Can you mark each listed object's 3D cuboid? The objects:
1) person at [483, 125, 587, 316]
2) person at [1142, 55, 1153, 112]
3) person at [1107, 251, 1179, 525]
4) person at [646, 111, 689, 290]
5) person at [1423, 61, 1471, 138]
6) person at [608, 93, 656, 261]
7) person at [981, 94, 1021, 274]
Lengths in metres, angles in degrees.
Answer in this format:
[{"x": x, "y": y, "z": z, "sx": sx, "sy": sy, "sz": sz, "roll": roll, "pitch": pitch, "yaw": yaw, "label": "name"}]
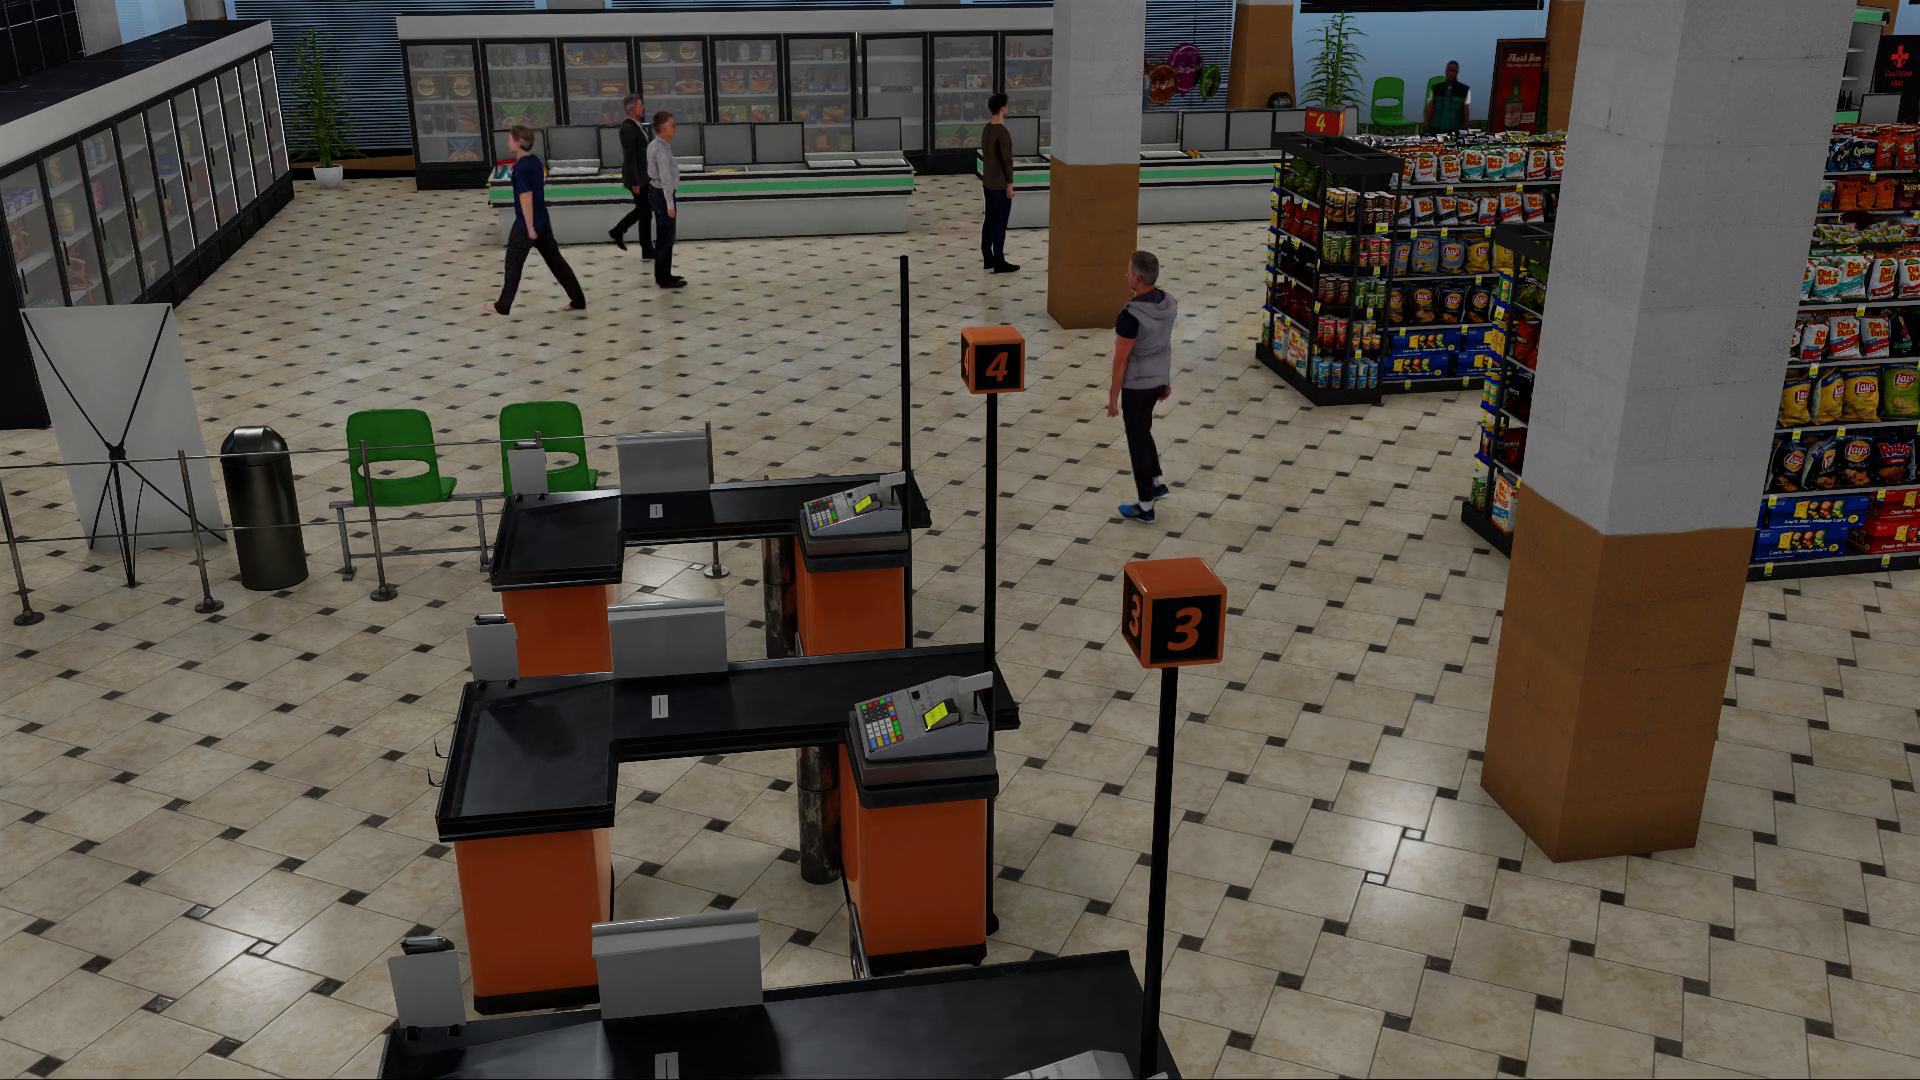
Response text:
[{"x": -4.025, "y": -3.027, "z": 16.032, "sx": 1.294, "sy": 1.816, "sz": 0.934, "roll": 3, "pitch": 22, "yaw": 7, "label": "person"}, {"x": 2.658, "y": -6.108, "z": 23.873, "sx": 0.626, "sy": 1.686, "sz": 0.613, "roll": -4, "pitch": 22, "yaw": -10, "label": "person"}, {"x": 1.291, "y": -0.977, "z": 10.936, "sx": 0.891, "sy": 1.812, "sz": 0.809, "roll": 18, "pitch": 28, "yaw": 38, "label": "person"}, {"x": -3.089, "y": -3.548, "z": 17.330, "sx": 0.611, "sy": 1.816, "sz": 0.685, "roll": -8, "pitch": 23, "yaw": -18, "label": "person"}, {"x": 6.350, "y": -5.331, "z": 21.761, "sx": 0.857, "sy": 1.819, "sz": 0.925, "roll": 10, "pitch": 24, "yaw": 24, "label": "person"}, {"x": -3.659, "y": -4.040, "z": 18.536, "sx": 0.895, "sy": 1.829, "sz": 0.738, "roll": -3, "pitch": 22, "yaw": -7, "label": "person"}, {"x": 0.409, "y": -3.866, "z": 18.024, "sx": 0.664, "sy": 1.887, "sz": 0.712, "roll": -11, "pitch": 24, "yaw": -25, "label": "person"}]
